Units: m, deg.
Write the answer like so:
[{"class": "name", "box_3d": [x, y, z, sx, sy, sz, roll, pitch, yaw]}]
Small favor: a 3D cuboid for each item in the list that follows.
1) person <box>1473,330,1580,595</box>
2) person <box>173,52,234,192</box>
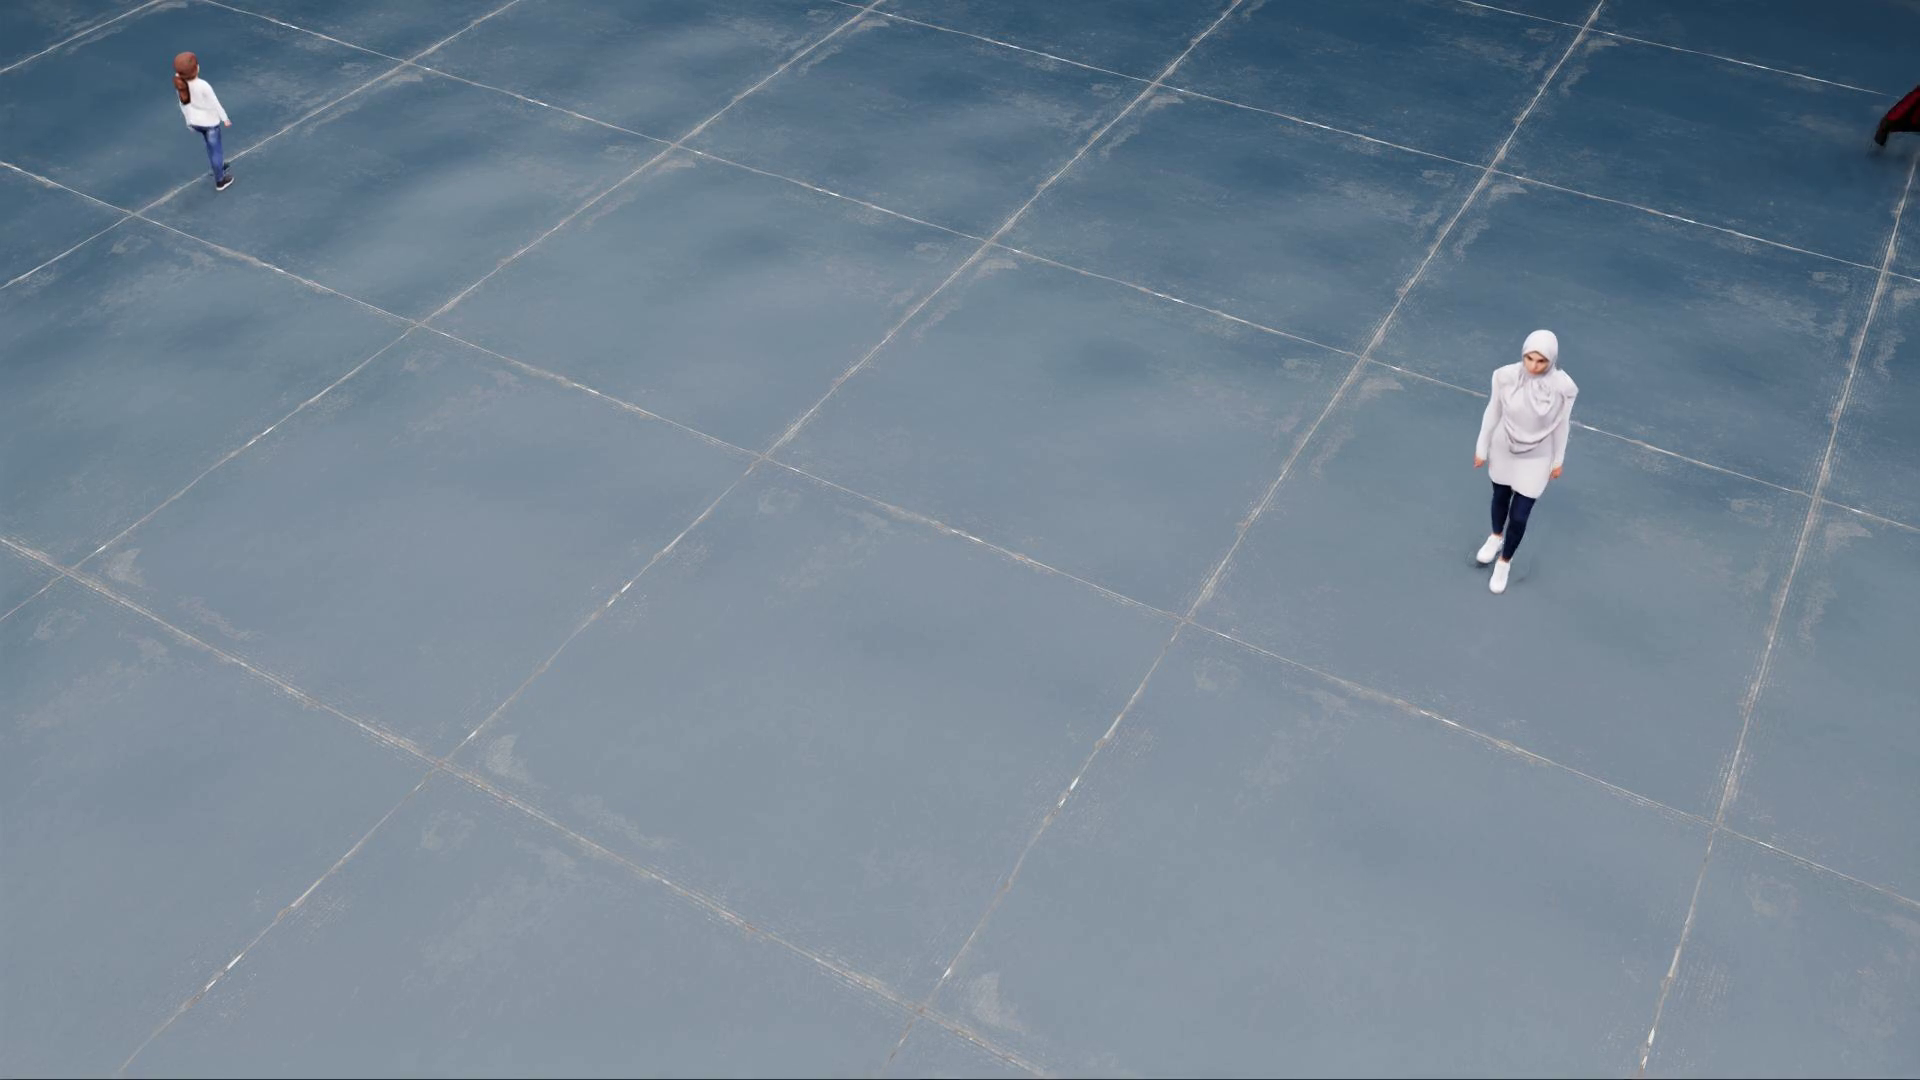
[{"class": "person", "box_3d": [3.226, -0.511, 9.489, 0.636, 1.748, 0.697, 21, 46, 22]}, {"class": "person", "box_3d": [-5.941, -3.264, 13.002, 0.506, 1.100, 0.583, 13, 44, 13]}]
